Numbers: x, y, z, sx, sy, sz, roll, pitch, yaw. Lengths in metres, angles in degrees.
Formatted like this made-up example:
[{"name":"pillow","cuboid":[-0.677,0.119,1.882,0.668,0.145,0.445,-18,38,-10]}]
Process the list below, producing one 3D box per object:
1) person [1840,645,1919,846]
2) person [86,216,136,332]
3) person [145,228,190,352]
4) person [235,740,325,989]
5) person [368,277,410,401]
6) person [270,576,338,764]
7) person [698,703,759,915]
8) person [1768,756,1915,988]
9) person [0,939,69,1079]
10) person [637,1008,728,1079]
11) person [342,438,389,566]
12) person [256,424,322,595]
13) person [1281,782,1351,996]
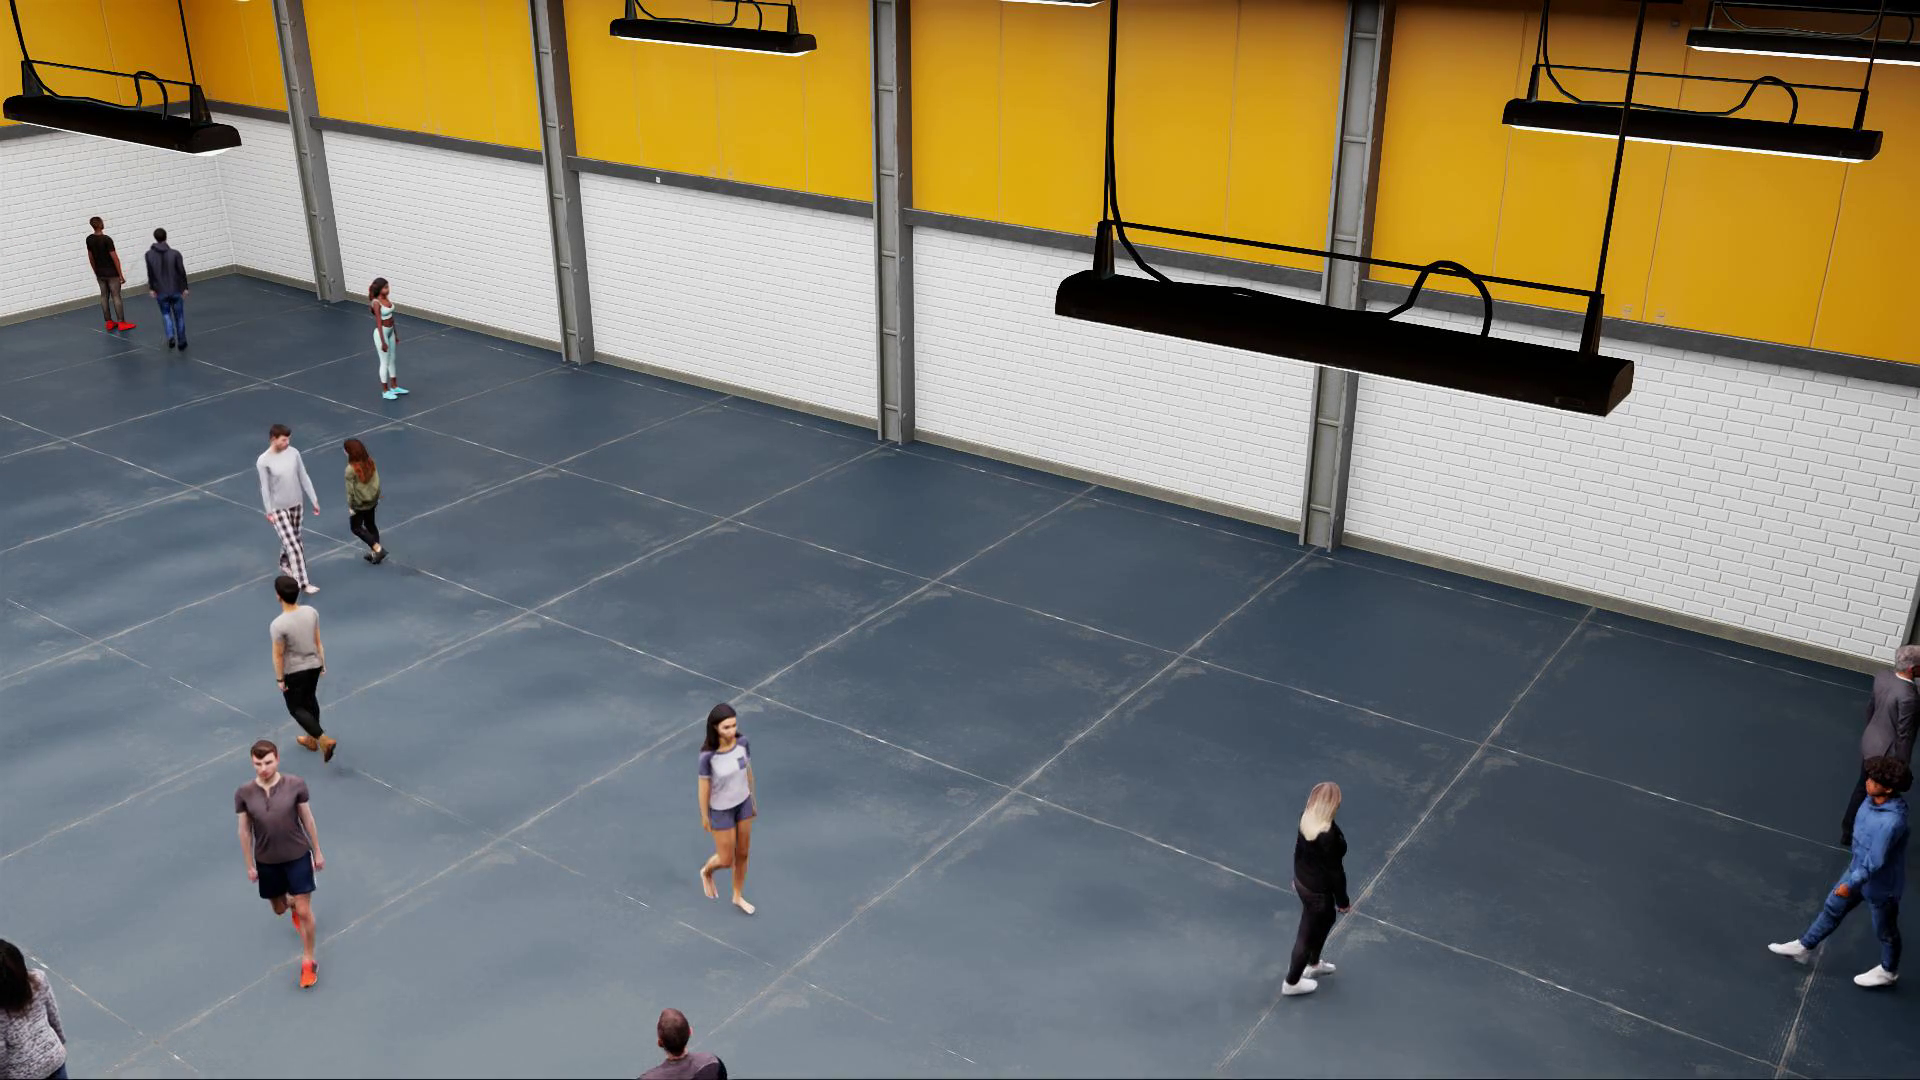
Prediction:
[{"name":"person","cuboid":[7.182,1.632,12.872,0.815,1.842,0.812,1,24,2]},{"name":"person","cuboid":[-13.497,-4.221,26.307,0.607,1.805,0.773,5,24,11]},{"name":"person","cuboid":[-11.977,-3.749,25.139,0.838,1.875,0.883,-7,25,-17]},{"name":"person","cuboid":[-4.721,2.177,11.641,1.056,1.829,1.152,-6,24,-14]},{"name":"person","cuboid":[-8.028,-2.829,23.224,0.656,1.725,0.643,4,24,9]},{"name":"person","cuboid":[-5.596,1.119,14.217,0.959,1.704,0.614,17,29,34]},{"name":"person","cuboid":[-1.748,1.957,12.278,0.733,1.723,0.641,21,31,39]},{"name":"person","cuboid":[6.369,2.316,11.399,1.182,1.768,0.995,3,24,6]},{"name":"person","cuboid":[-5.445,3.059,9.739,0.568,1.735,0.639,11,26,24]},{"name":"person","cuboid":[-1.454,3.354,8.956,0.778,1.822,0.789,-16,28,-32]},{"name":"person","cuboid":[-6.386,-0.396,17.983,0.709,1.464,0.653,12,26,25]},{"name":"person","cuboid":[-7.125,-0.365,17.499,1.098,1.794,0.604,17,29,33]},{"name":"person","cuboid":[2.332,2.408,11.312,0.842,1.669,0.782,-4,24,-10]}]
